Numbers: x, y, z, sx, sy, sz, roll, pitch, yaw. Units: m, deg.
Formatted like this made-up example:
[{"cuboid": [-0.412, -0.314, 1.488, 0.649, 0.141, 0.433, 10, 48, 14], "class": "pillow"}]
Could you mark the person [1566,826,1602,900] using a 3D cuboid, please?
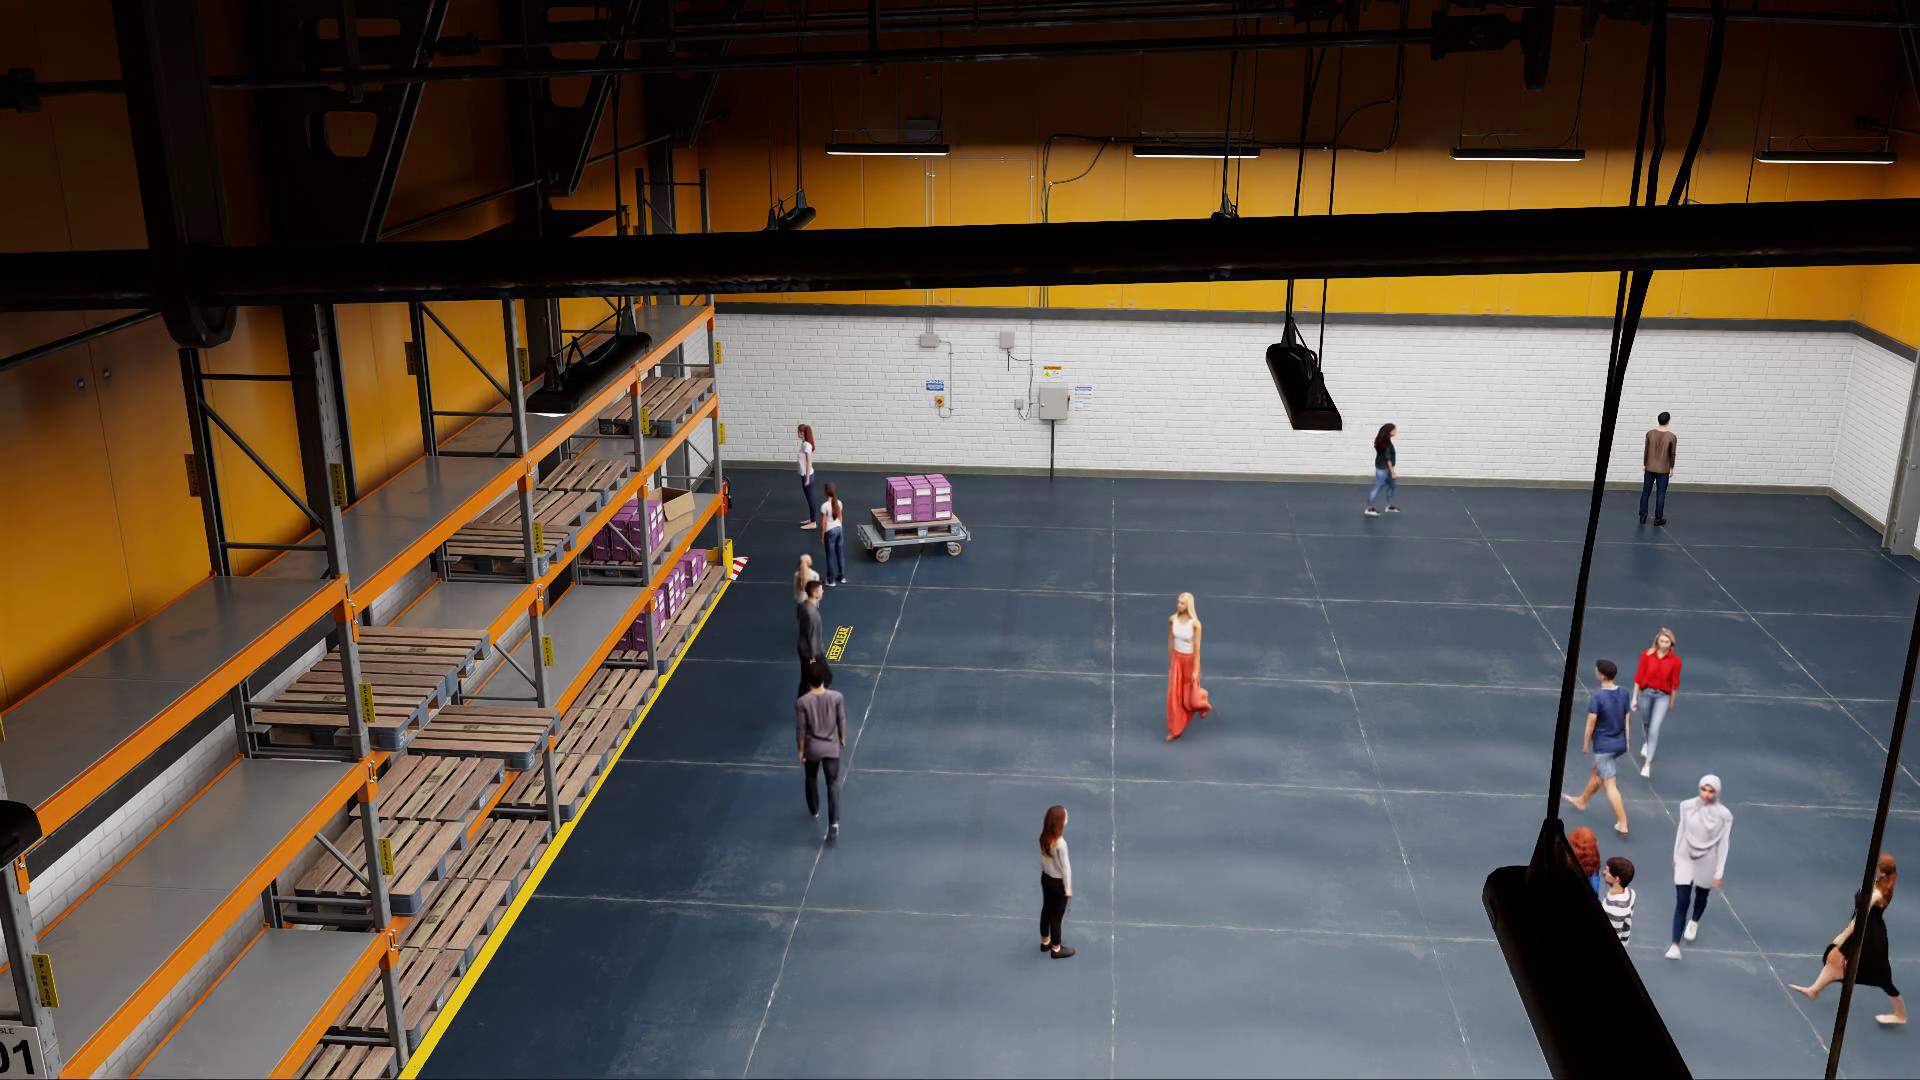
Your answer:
[{"cuboid": [5.123, 3.277, 14.042, 0.871, 1.806, 0.800, -9, 21, -25], "class": "person"}]

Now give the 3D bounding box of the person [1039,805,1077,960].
[{"cuboid": [0.853, 3.092, 15.095, 0.678, 1.484, 0.594, -11, 22, -30], "class": "person"}]

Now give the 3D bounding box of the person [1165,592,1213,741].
[{"cuboid": [2.691, 1.453, 19.489, 0.963, 1.785, 1.090, 16, 24, 39], "class": "person"}]

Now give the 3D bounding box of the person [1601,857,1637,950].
[{"cuboid": [5.292, 3.415, 13.554, 0.778, 1.854, 0.614, 9, 21, 26], "class": "person"}]

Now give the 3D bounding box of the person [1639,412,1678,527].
[{"cuboid": [11.376, -1.173, 27.129, 0.737, 1.887, 0.748, 14, 23, 35], "class": "person"}]

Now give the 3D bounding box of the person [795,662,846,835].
[{"cuboid": [-1.416, 2.180, 17.268, 0.848, 1.825, 1.165, -3, 19, -8], "class": "person"}]

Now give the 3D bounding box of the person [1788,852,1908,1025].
[{"cuboid": [7.764, 3.409, 14.026, 0.935, 1.566, 1.151, 10, 21, 27], "class": "person"}]

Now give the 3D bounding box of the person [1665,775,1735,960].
[{"cuboid": [6.756, 2.936, 15.163, 0.997, 1.737, 1.208, 13, 22, 33], "class": "person"}]

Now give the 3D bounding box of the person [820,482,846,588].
[{"cuboid": [-1.873, -0.104, 24.465, 0.619, 1.562, 0.681, -15, 24, -38], "class": "person"}]

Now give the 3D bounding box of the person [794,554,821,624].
[{"cuboid": [-2.059, 0.831, 22.186, 0.570, 1.243, 0.906, 0, 19, -1], "class": "person"}]

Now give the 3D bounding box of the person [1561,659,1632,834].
[{"cuboid": [6.826, 2.186, 17.315, 0.986, 1.784, 1.216, -6, 19, -16], "class": "person"}]

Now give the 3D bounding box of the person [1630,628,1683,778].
[{"cuboid": [7.815, 1.774, 18.736, 0.961, 1.657, 1.226, 11, 21, 29], "class": "person"}]

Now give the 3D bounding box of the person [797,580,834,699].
[{"cuboid": [-1.865, 1.336, 19.895, 0.794, 1.748, 0.713, -8, 20, -22], "class": "person"}]

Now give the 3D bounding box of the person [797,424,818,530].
[{"cuboid": [-2.453, -1.040, 26.966, 0.642, 1.738, 0.485, 0, 19, -1], "class": "person"}]

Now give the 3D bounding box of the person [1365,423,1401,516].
[{"cuboid": [6.930, -1.159, 27.551, 0.679, 1.590, 0.758, 3, 19, 9], "class": "person"}]
